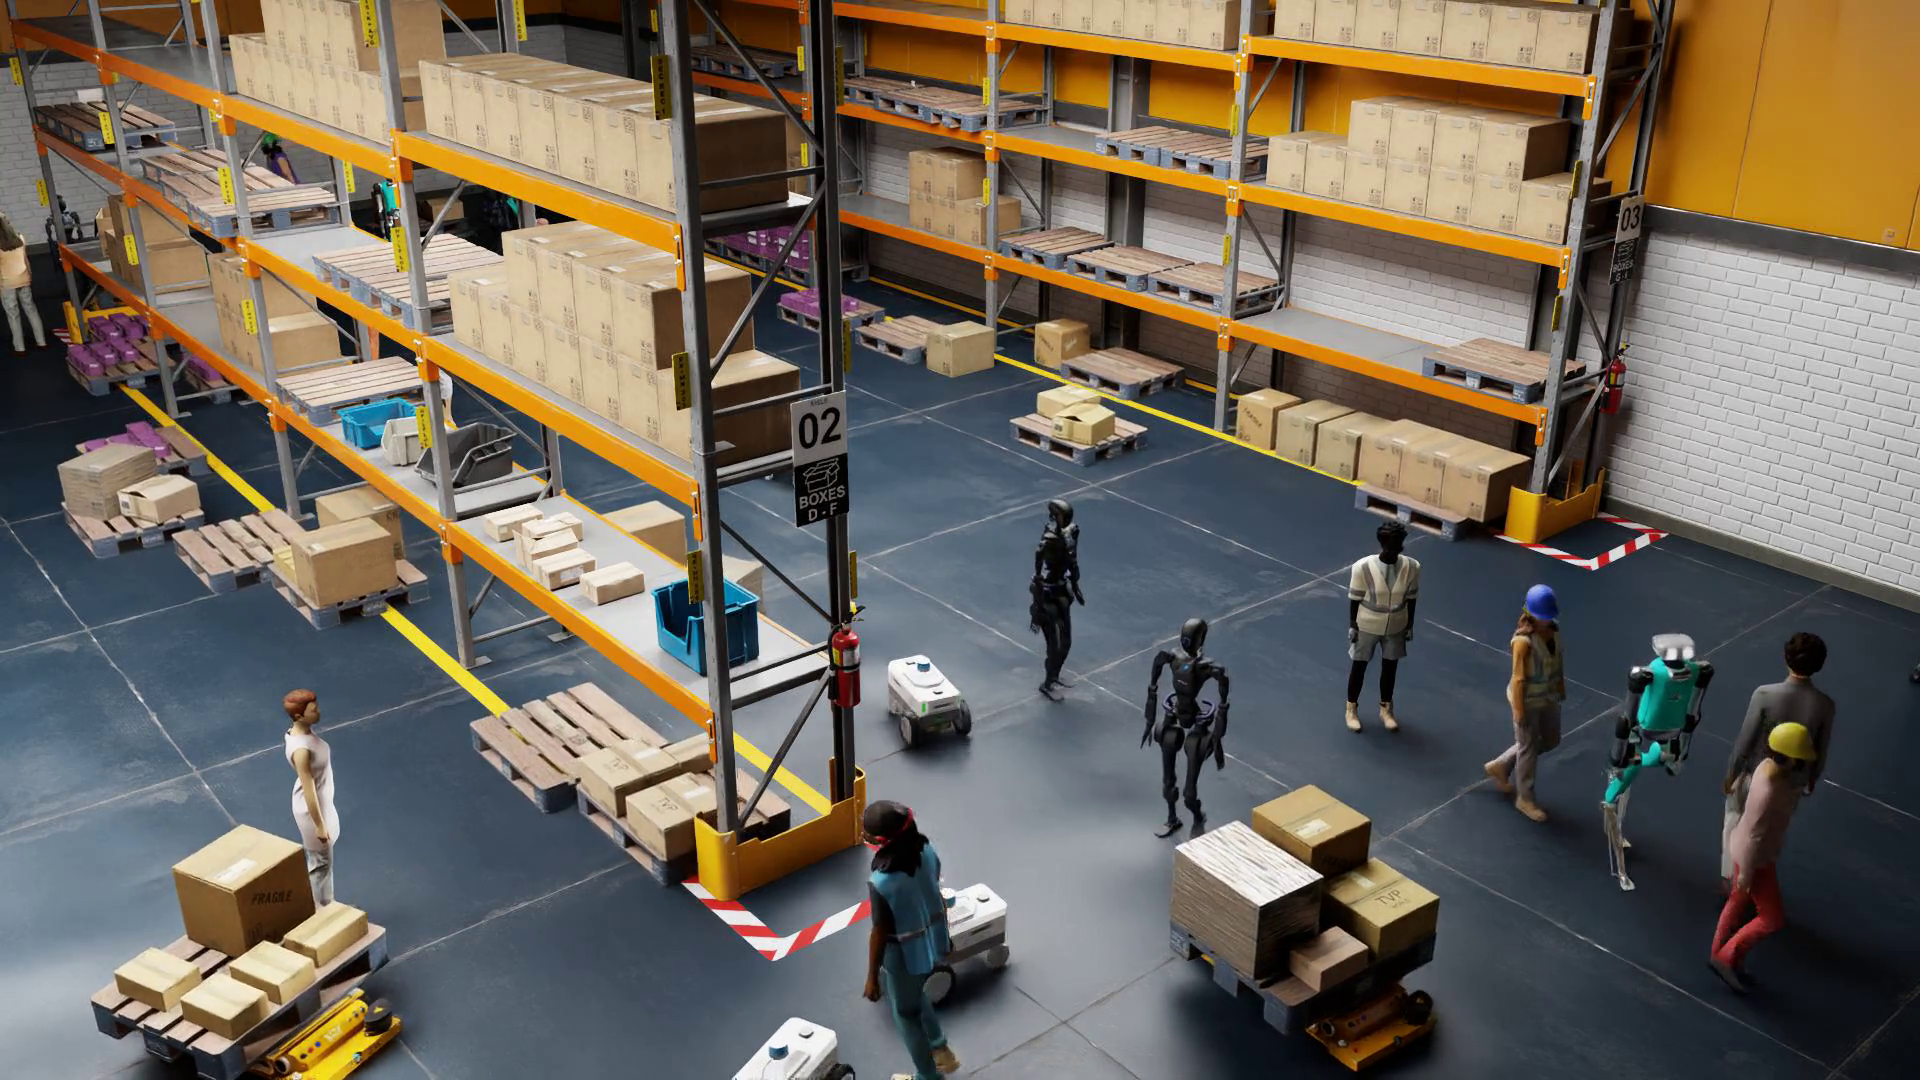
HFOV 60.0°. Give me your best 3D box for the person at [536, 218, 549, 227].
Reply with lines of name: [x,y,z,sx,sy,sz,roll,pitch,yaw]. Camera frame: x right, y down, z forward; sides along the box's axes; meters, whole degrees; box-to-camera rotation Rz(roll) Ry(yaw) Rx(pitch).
person: [-5.108,-3.041,20.623,0.406,1.905,0.651,7,24,17]

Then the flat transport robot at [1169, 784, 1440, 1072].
flat transport robot: [2.024,2.538,9.767,0.659,0.231,1.431,-16,28,-32]

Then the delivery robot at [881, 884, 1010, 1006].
delivery robot: [-0.096,2.356,9.852,0.808,0.614,0.499,-15,27,-31]

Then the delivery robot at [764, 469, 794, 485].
delivery robot: [-1.695,-0.865,17.263,0.768,0.576,0.499,14,27,30]

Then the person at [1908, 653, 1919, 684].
person: [7.813,0.262,12.952,0.548,1.927,0.389,14,27,29]

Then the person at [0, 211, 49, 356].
person: [-12.106,-3.287,21.250,0.392,1.868,0.554,12,26,26]

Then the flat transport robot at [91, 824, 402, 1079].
flat transport robot: [-3.935,2.689,9.416,1.431,0.231,0.659,12,26,25]

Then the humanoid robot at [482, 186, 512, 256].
humanoid robot: [-7.056,-4.966,25.364,0.584,1.647,0.341,19,30,37]

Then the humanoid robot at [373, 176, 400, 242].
humanoid robot: [-8.060,-4.469,23.971,0.533,1.677,0.735,-12,26,-25]

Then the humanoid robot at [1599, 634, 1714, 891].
humanoid robot: [4.371,1.326,10.766,0.543,1.791,0.842,-3,24,-7]

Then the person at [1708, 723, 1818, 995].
person: [4.621,1.819,9.566,0.386,1.754,0.523,11,26,25]

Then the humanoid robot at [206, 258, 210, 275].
humanoid robot: [-10.752,-4.051,23.196,0.667,1.813,0.530,-6,24,-13]

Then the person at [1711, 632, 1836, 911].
person: [5.023,1.448,10.253,0.558,1.883,0.451,7,24,15]

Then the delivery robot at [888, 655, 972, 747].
delivery robot: [-0.270,1.166,12.552,0.499,0.570,0.753,-10,25,-23]

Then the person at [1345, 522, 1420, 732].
person: [3.131,0.640,12.370,0.531,1.692,0.318,-2,23,-4]

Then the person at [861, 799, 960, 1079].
person: [-0.282,2.158,8.666,0.437,1.840,0.550,13,26,27]

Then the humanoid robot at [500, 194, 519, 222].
humanoid robot: [-7.046,-5.492,26.593,0.558,1.810,0.945,-20,31,-39]

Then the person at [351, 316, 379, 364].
person: [-7.200,-2.750,20.135,0.500,1.759,0.333,15,27,30]

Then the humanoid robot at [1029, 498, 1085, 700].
humanoid robot: [0.735,0.434,12.872,0.302,1.650,0.613,17,29,34]

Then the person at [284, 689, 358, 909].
person: [-3.886,1.646,10.071,0.271,1.658,0.463,-9,25,-19]

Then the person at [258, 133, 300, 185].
person: [-10.780,-5.540,26.454,0.915,1.870,0.555,-16,28,-33]

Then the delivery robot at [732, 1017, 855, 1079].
delivery robot: [-0.930,2.838,8.682,0.499,0.572,0.747,12,26,25]

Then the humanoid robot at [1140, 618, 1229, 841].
humanoid robot: [1.497,1.248,10.990,0.599,1.653,0.343,12,26,25]

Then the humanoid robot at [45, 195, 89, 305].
humanoid robot: [-12.402,-3.985,23.092,0.400,1.637,0.584,9,25,21]

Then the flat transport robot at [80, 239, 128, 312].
flat transport robot: [-11.568,-3.347,23.394,1.431,0.231,0.659,-12,26,-25]

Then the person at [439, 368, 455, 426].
person: [-5.495,-1.577,17.422,0.329,1.751,0.564,-14,27,-29]

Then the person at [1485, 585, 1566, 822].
person: [3.884,1.066,11.305,0.528,1.743,0.521,-17,29,-34]
